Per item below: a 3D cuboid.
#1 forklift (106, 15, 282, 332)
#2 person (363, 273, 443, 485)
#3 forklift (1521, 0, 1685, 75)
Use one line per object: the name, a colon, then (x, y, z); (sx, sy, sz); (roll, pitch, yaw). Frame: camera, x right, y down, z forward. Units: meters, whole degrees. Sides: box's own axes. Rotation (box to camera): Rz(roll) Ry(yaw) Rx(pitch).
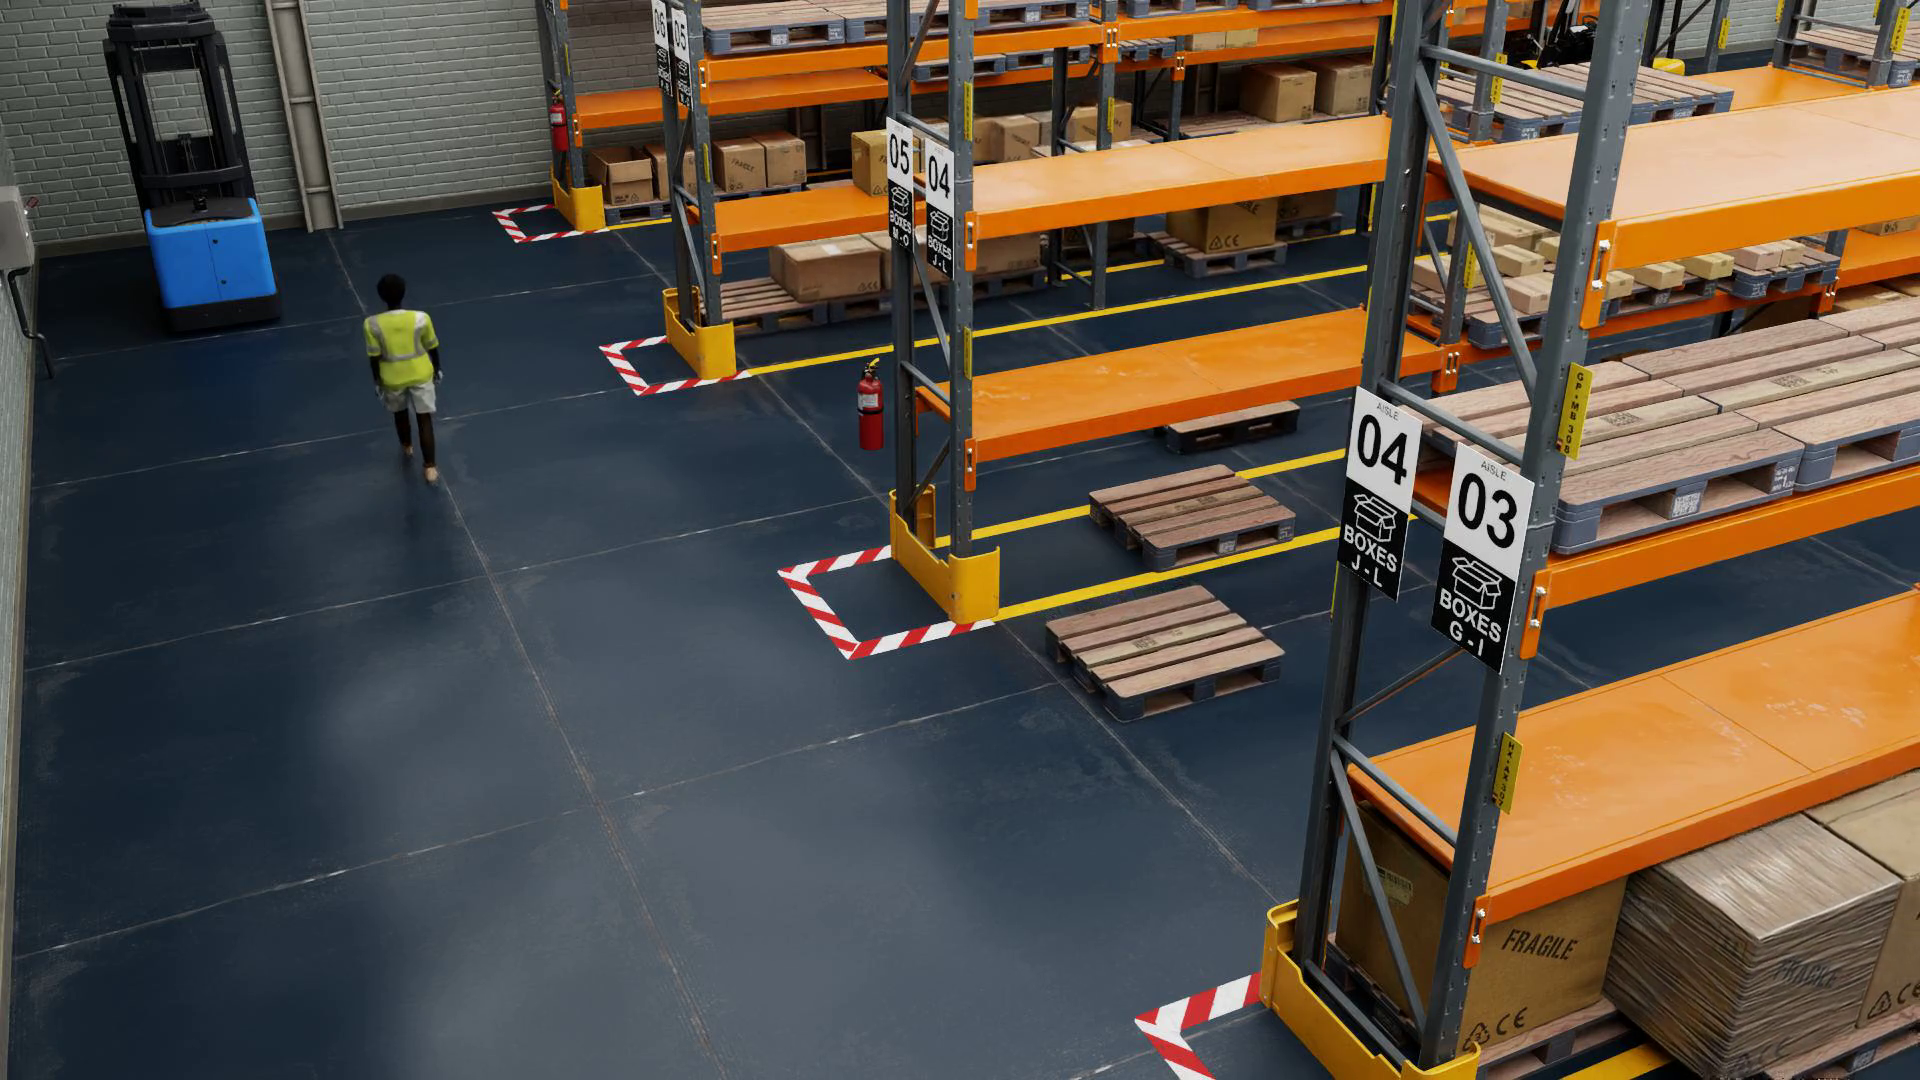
forklift: (-7.548, -3.672, 16.323); (1.129, 2.768, 1.873); (-12, 30, -22)
person: (-4.353, -1.310, 13.111); (0.538, 1.649, 0.844); (-7, 28, -13)
forklift: (8.950, -6.807, 23.056); (1.214, 2.155, 2.313); (-12, 30, -22)
